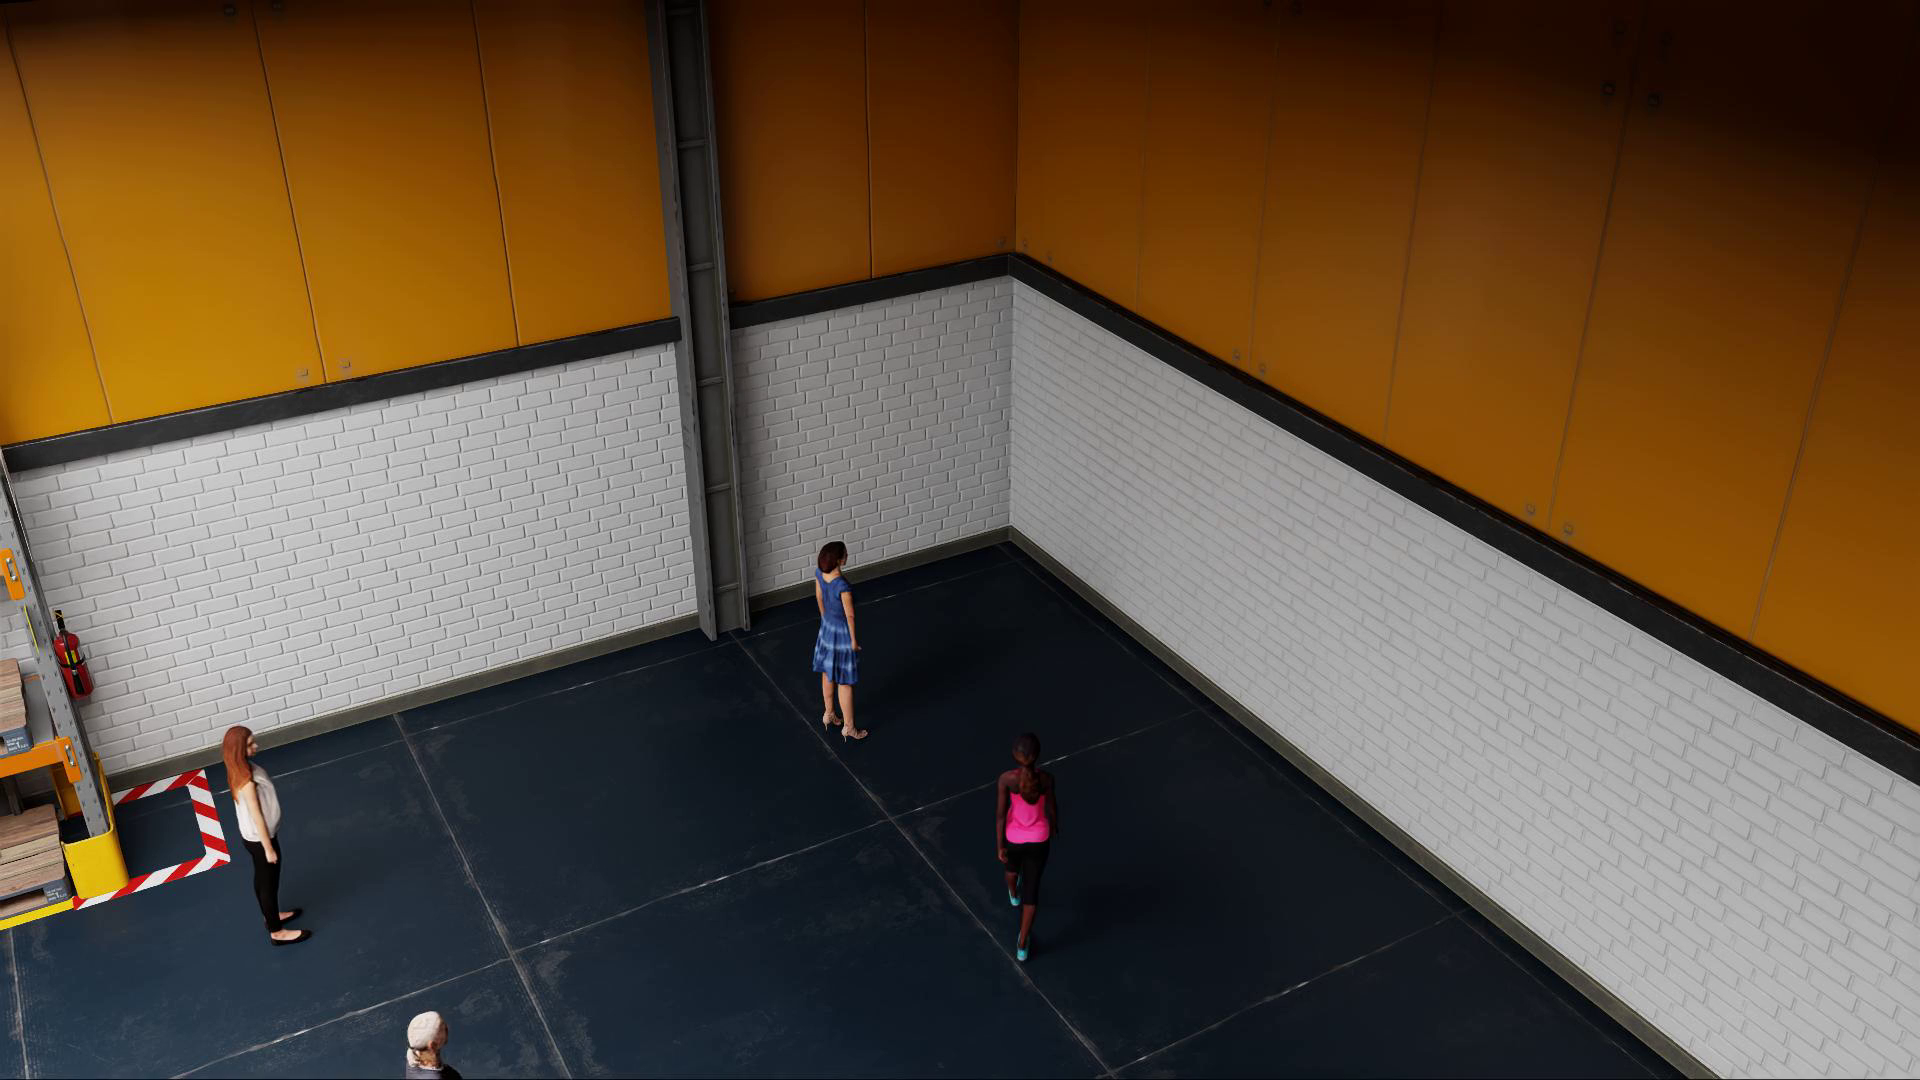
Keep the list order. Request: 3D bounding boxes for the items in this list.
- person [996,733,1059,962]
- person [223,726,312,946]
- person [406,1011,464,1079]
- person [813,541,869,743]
[{"bbox_3d":[0.446,2.102,11.256,1.006,1.690,0.998,4,29,7],"label":"person"},{"bbox_3d":[-4.800,2.015,11.384,0.487,1.719,0.561,-15,32,-26],"label":"person"},{"bbox_3d":[-2.883,3.296,9.049,0.893,1.707,0.743,-22,36,-34],"label":"person"},{"bbox_3d":[-0.978,0.811,13.501,0.632,1.805,0.706,-22,35,-34],"label":"person"}]
